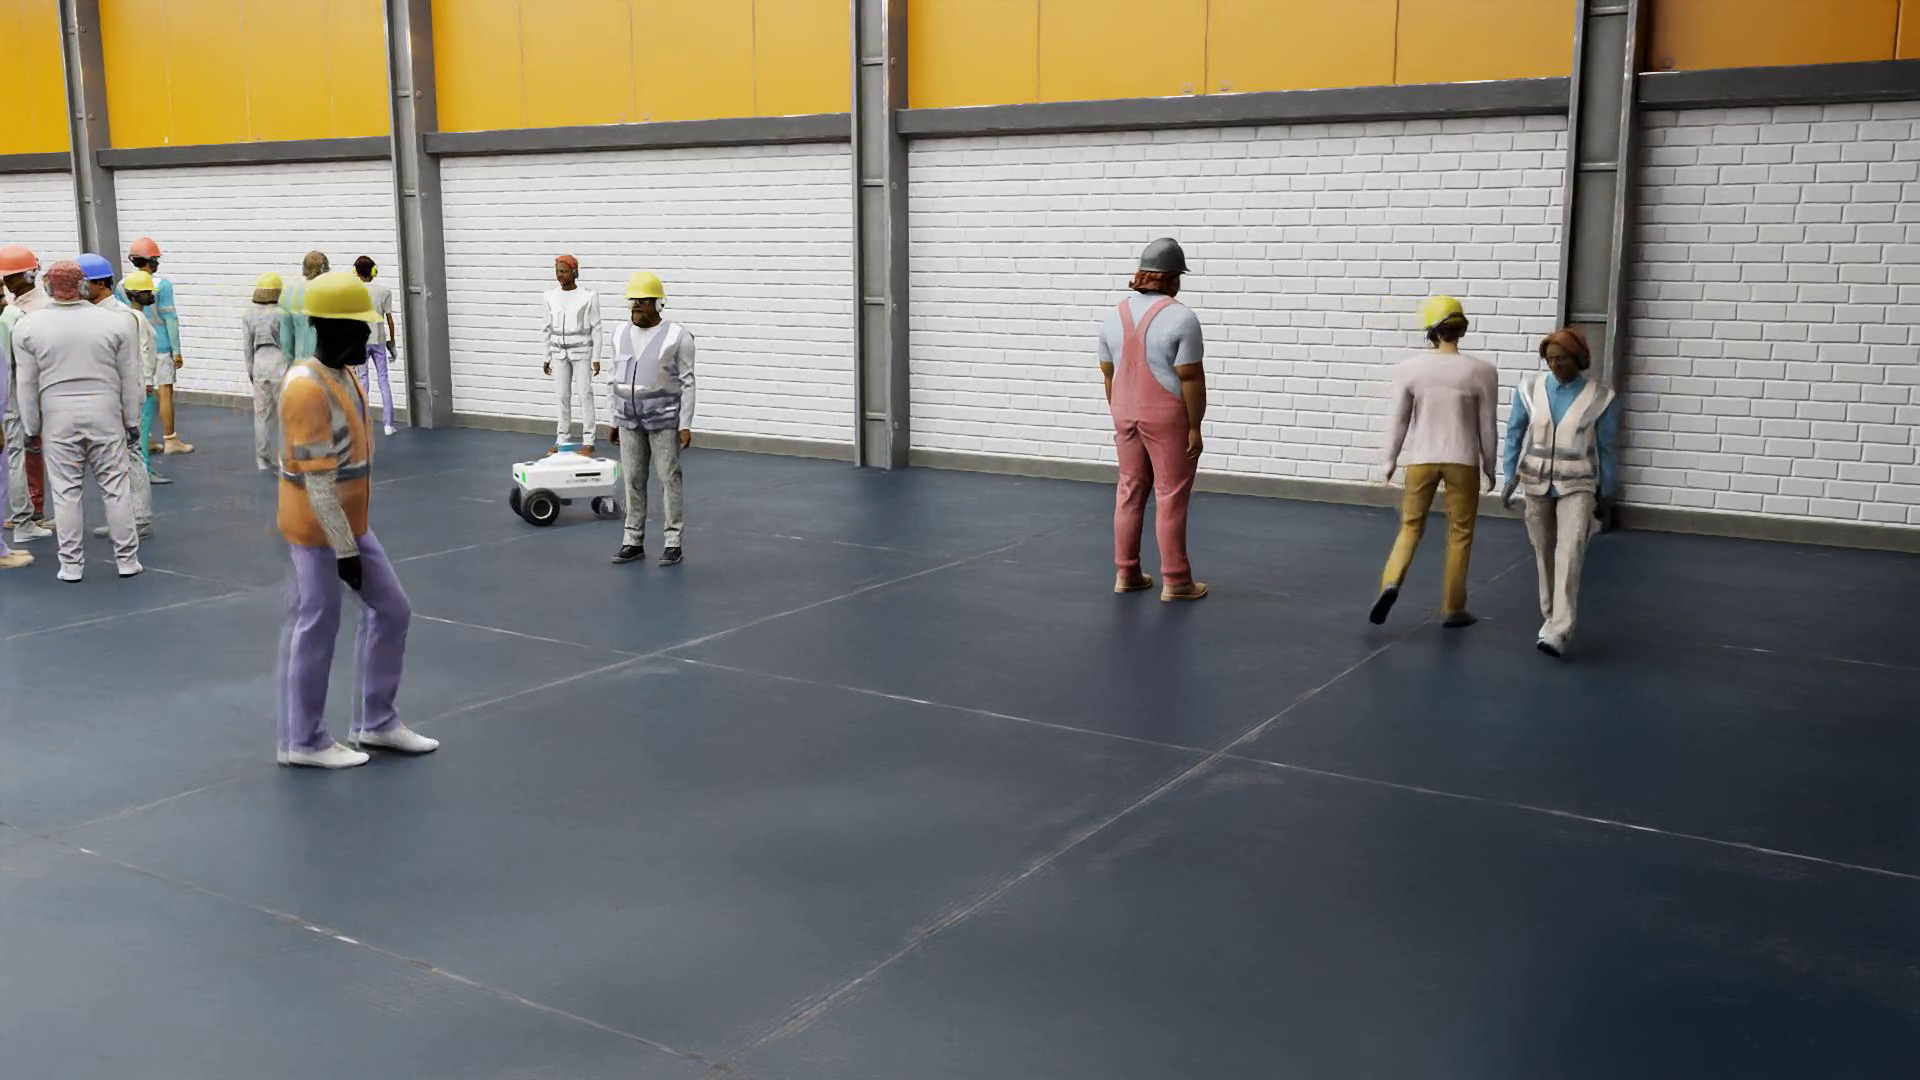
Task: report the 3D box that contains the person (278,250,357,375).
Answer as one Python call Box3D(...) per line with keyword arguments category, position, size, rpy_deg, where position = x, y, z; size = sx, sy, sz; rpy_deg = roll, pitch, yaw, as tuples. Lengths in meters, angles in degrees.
Box3D(category="person", position=(-5.541, -1.533, 14.420), size=(0.637, 1.932, 0.357), rpy_deg=(0, 10, 2))

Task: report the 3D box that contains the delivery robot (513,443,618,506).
Box3D(category="delivery robot", position=(-2.846, -0.457, 12.019), size=(0.707, 0.478, 0.477), rpy_deg=(-5, 11, -25))

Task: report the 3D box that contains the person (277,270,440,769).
Box3D(category="person", position=(-2.287, -0.053, 6.291), size=(0.694, 1.900, 0.619), rpy_deg=(-1, 10, -3))

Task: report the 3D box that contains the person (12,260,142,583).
Box3D(category="person", position=(-5.218, -0.699, 9.882), size=(0.636, 1.907, 0.404), rpy_deg=(-6, 12, -29))

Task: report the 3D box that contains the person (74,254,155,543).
Box3D(category="person", position=(-5.717, -0.950, 11.206), size=(0.619, 1.933, 0.420), rpy_deg=(9, 13, 40))

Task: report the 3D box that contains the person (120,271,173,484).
Box3D(category="person", position=(-6.791, -1.347, 13.857), size=(0.330, 1.767, 0.528), rpy_deg=(-6, 12, -31))

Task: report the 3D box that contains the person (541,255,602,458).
Box3D(category="person", position=(-3.616, -1.702, 15.495), size=(0.585, 1.882, 0.337), rpy_deg=(2, 10, 13))

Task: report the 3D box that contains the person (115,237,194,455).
Box3D(category="person", position=(-7.596, -1.814, 15.667), size=(0.605, 2.048, 0.365), rpy_deg=(2, 11, 13))

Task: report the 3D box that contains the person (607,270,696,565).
Box3D(category="person", position=(-1.941, -0.754, 10.379), size=(0.589, 1.834, 0.403), rpy_deg=(3, 11, 16))

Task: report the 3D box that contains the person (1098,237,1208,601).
Box3D(category="person", position=(1.144, -0.686, 9.429), size=(0.537, 2.000, 0.682), rpy_deg=(-10, 14, -44))

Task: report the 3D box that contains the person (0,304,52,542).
Box3D(category="person", position=(-6.467, -0.929, 11.124), size=(0.597, 1.916, 0.383), rpy_deg=(0, 10, -2))

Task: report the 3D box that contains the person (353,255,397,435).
Box3D(category="person", position=(-6.127, -2.011, 17.257), size=(0.538, 1.866, 0.313), rpy_deg=(-5, 11, -26))

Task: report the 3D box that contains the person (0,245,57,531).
Box3D(category="person", position=(-6.469, -1.048, 11.594), size=(0.611, 1.985, 0.393), rpy_deg=(3, 11, 17))

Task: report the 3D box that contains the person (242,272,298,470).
Box3D(category="person", position=(-6.055, -1.487, 14.692), size=(0.492, 1.742, 0.319), rpy_deg=(2, 10, 9))

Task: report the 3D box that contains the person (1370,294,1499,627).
Box3D(category="person", position=(2.464, -0.385, 8.580), size=(0.538, 1.749, 0.583), rpy_deg=(5, 12, 28))

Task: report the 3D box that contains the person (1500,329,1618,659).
Box3D(category="person", position=(2.928, -0.232, 8.181), size=(0.497, 1.588, 0.861), rpy_deg=(7, 13, 35))

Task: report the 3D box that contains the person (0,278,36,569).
Box3D(category="person", position=(-5.965, -0.722, 10.223), size=(0.354, 1.834, 0.519), rpy_deg=(-7, 13, -35))
